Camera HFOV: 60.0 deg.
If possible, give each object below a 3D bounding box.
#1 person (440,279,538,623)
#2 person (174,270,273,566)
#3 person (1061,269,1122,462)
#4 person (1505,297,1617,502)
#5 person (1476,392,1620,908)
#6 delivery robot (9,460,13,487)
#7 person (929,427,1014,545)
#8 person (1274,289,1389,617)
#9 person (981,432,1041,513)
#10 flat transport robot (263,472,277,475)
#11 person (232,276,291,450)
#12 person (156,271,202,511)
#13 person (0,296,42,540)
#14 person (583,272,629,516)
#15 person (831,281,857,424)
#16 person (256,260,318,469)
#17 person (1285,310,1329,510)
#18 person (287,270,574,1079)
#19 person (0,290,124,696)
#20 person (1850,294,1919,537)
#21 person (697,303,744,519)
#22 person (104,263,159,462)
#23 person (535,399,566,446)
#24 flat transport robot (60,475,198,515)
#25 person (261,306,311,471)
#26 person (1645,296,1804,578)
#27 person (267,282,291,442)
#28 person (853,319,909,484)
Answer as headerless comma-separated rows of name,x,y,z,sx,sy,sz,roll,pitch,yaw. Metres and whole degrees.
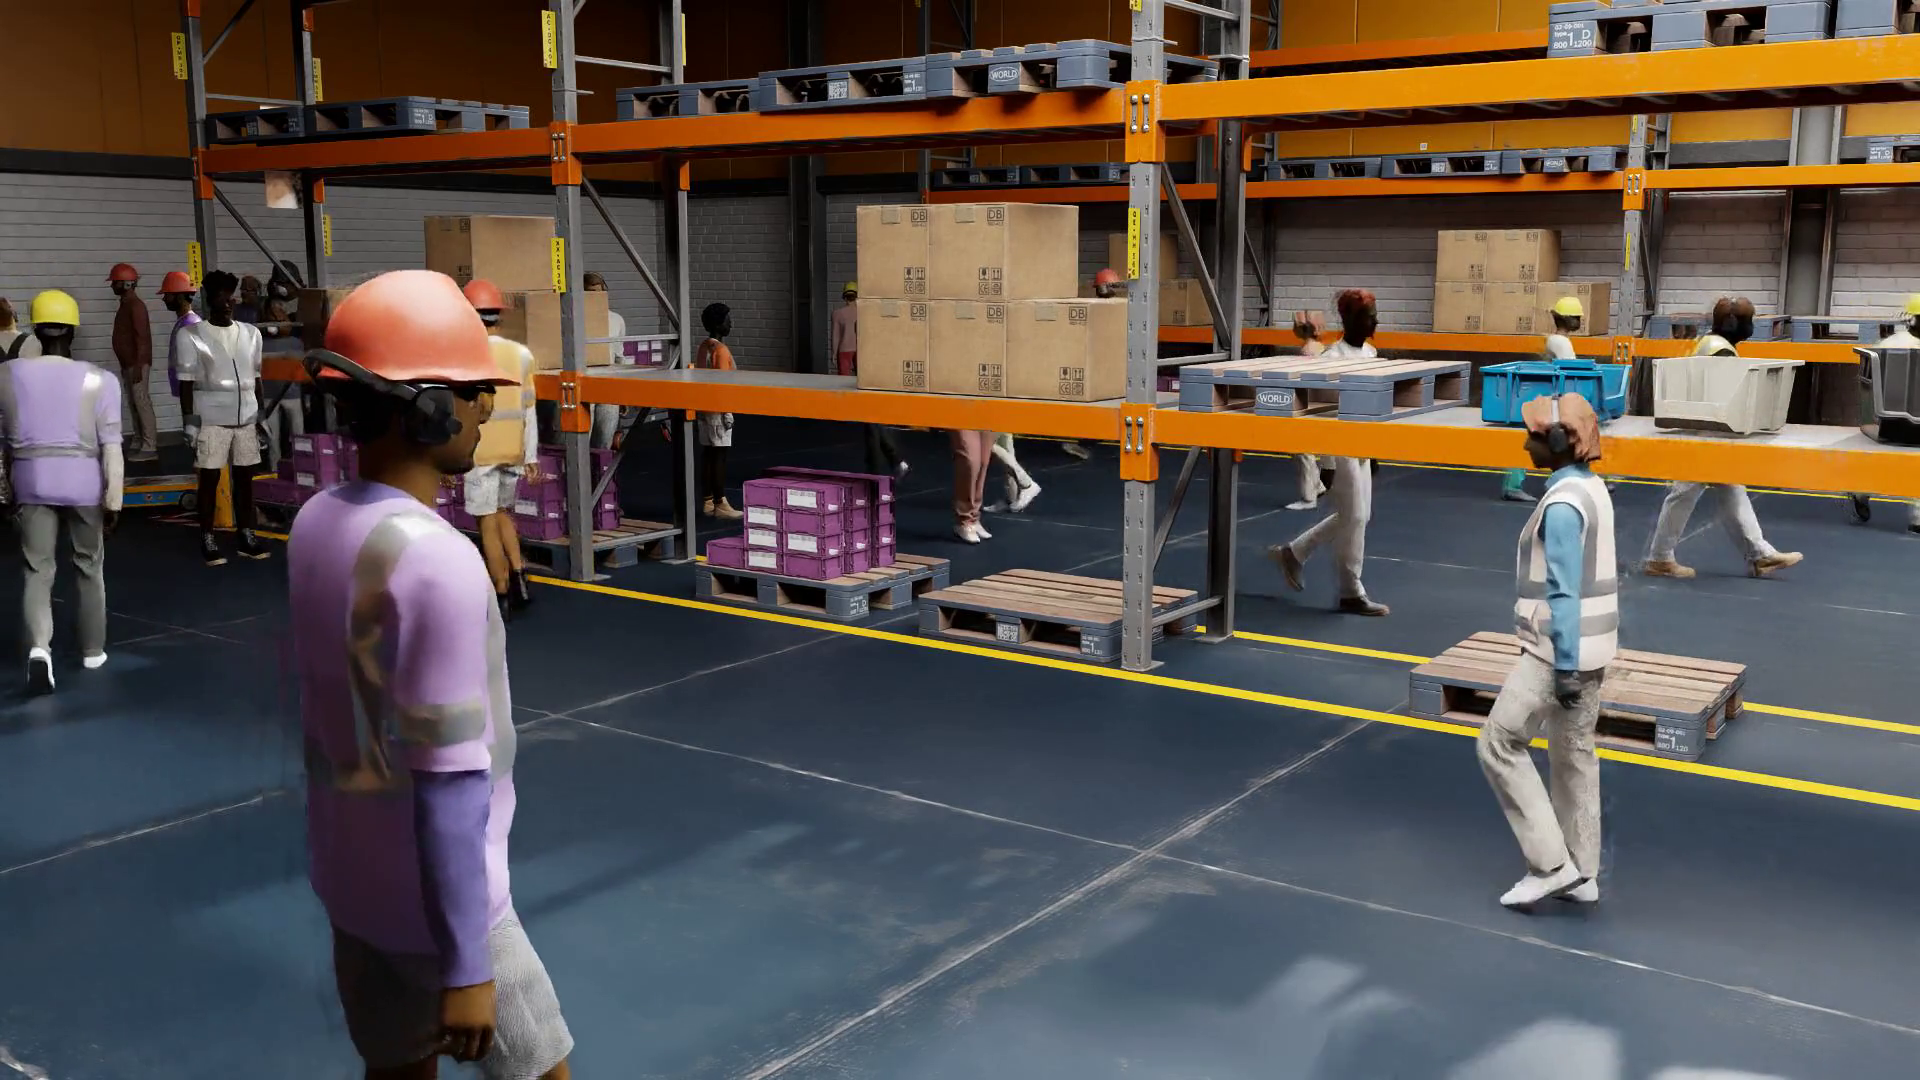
person,-2.647,-0.486,9.312,0.422,1.922,0.542,7,12,35
person,-4.913,-0.819,11.138,0.364,1.962,0.613,7,12,36
person,1.495,-1.736,16.712,1.019,1.941,0.615,5,11,26
person,5.030,-1.157,13.866,0.928,1.713,0.545,2,10,10
person,1.848,0.354,5.163,0.403,1.625,0.494,6,11,33
delivery robot,-7.626,-0.486,13.069,0.707,0.478,0.477,-5,11,-28
person,0.147,-0.912,11.918,0.672,1.888,0.609,-7,12,-35
person,2.166,-0.510,9.586,0.682,1.867,0.580,7,12,35
person,0.372,-1.124,13.300,0.417,1.852,0.493,2,10,10
flat transport robot,-5.331,-0.494,14.240,1.431,0.197,0.652,-7,12,-36
person,-7.553,-1.919,18.044,0.665,1.862,0.694,5,11,29
person,-6.280,-1.205,13.519,0.356,1.937,0.552,-5,11,-26
person,-6.627,-0.821,11.716,0.558,1.793,0.873,-3,10,-17
person,-2.876,-1.124,13.047,0.629,1.937,0.378,-9,13,-43
person,-1.360,-2.332,20.745,0.533,1.767,0.323,-3,10,-16
person,-6.457,-1.688,16.092,0.683,2.000,0.536,-1,10,-5
person,2.793,-1.044,13.457,0.374,1.623,0.534,3,10,18
person,-0.926,0.561,2.787,0.903,2.016,0.621,-8,12,-38
person,-4.296,-0.239,7.920,0.603,1.897,0.904,-3,10,-20
person,7.000,-0.934,12.291,0.602,1.808,0.723,-2,10,-10
person,-1.904,-1.010,13.079,0.318,1.696,0.537,-5,11,-26
person,-8.391,-1.794,16.860,0.382,1.995,0.612,-8,12,-39
person,-3.355,-1.117,13.473,0.928,1.789,0.598,5,11,28
flat transport robot,-6.653,-0.388,13.610,1.431,0.197,0.652,-4,10,-24
person,-5.896,-1.210,14.457,0.507,1.631,0.265,0,10,-3
person,4.848,-0.622,10.474,0.950,1.794,0.634,4,10,25
person,-7.671,-1.955,18.304,0.557,1.834,0.617,9,13,42
person,-0.749,-1.362,14.530,0.440,1.908,0.613,5,11,29
